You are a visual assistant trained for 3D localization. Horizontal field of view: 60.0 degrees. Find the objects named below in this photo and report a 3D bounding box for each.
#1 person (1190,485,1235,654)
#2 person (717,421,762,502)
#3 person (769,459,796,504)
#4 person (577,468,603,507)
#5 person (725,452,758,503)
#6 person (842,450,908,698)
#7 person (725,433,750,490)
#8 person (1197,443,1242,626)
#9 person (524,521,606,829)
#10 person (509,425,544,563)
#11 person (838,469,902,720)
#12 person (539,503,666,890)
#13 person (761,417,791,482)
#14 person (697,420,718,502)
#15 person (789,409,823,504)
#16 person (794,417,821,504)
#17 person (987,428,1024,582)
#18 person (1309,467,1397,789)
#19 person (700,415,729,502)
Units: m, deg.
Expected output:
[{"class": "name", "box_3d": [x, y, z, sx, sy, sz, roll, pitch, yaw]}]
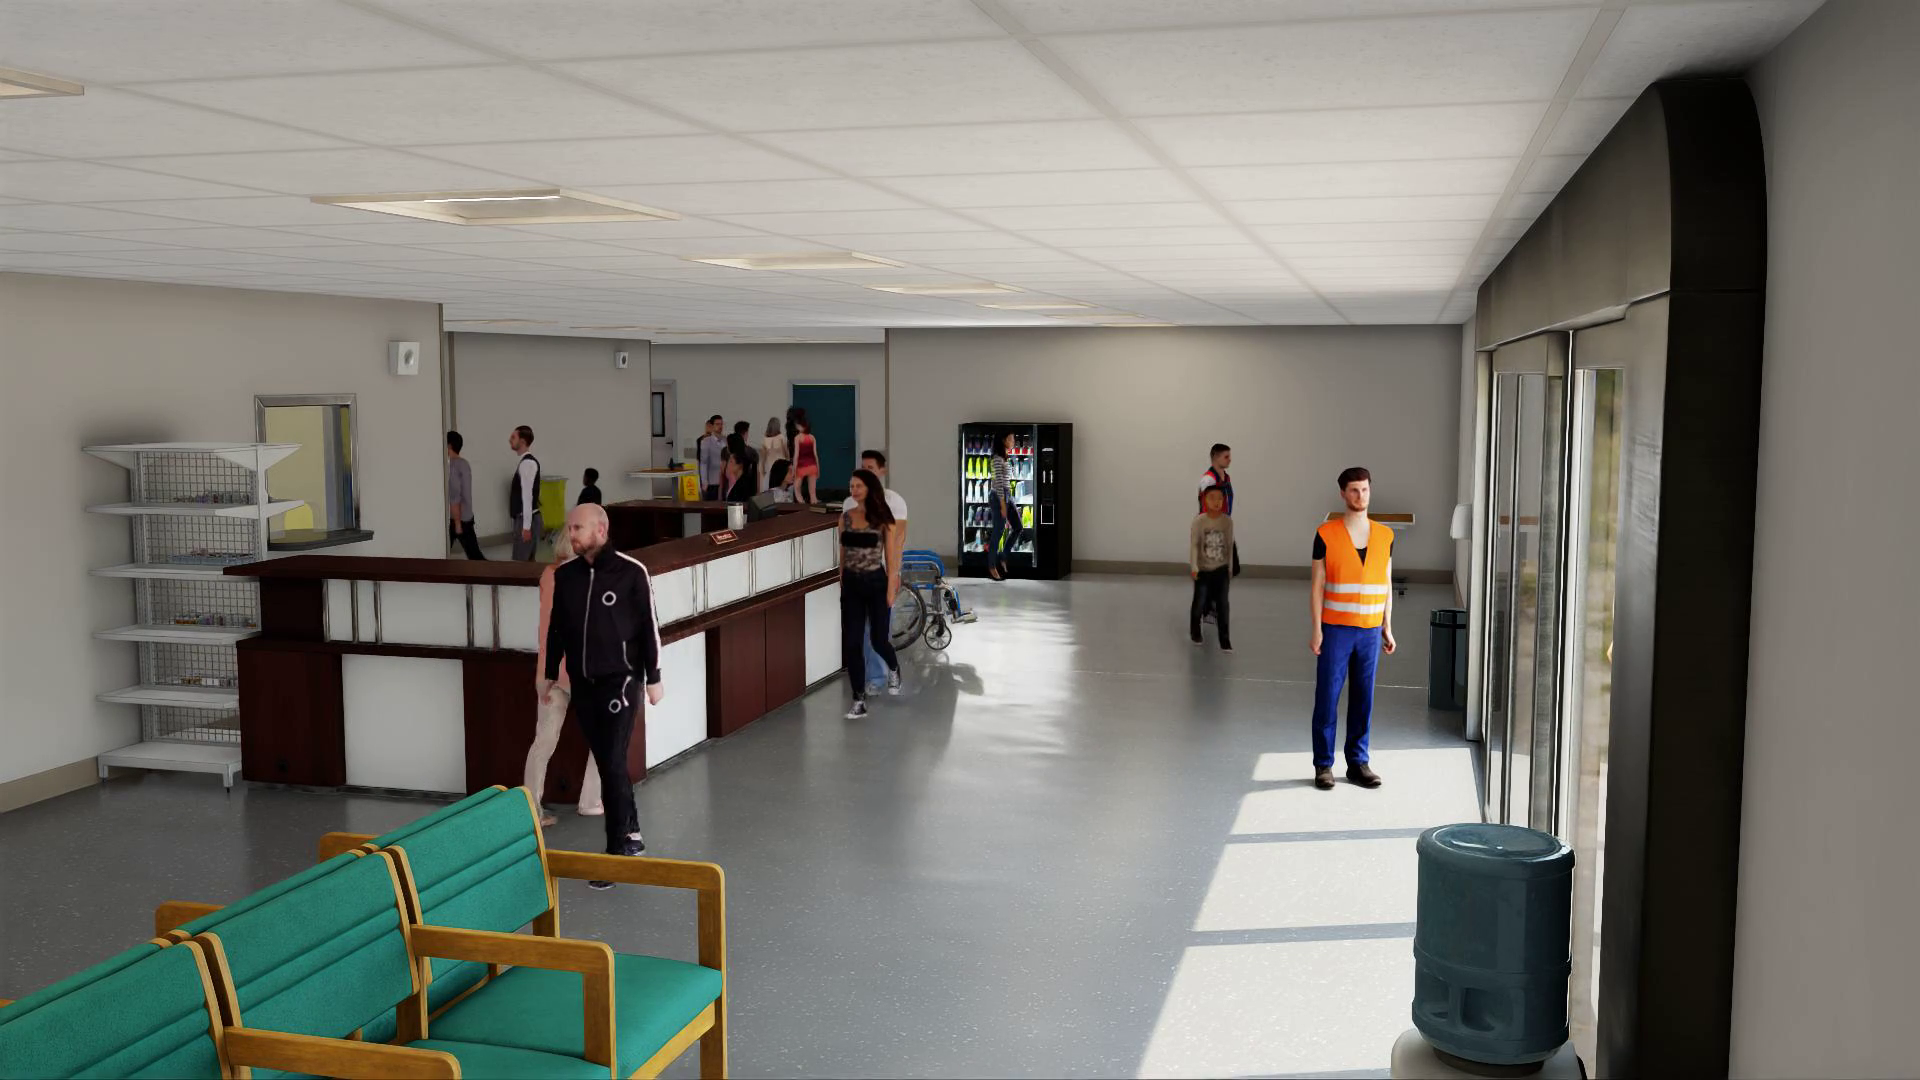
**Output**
[{"class": "person", "box_3d": [2.183, 0.251, 14.608, 1.015, 1.443, 0.874, -1, 6, -7]}, {"class": "person", "box_3d": [-2.745, -0.511, 20.296, 0.998, 1.821, 0.758, 2, 6, 18]}, {"class": "person", "box_3d": [-1.825, 0.056, 15.853, 1.139, 1.582, 0.918, -1, 6, -12]}, {"class": "person", "box_3d": [-4.502, -0.256, 20.537, 0.622, 1.265, 0.562, 2, 6, 22]}, {"class": "person", "box_3d": [-2.078, -0.036, 16.519, 1.119, 1.632, 0.926, -1, 6, -14]}, {"class": "person", "box_3d": [-0.621, 0.250, 12.584, 0.786, 1.851, 0.751, 2, 6, 18]}, {"class": "person", "box_3d": [-2.534, -0.393, 19.606, 0.687, 1.723, 0.645, 1, 6, 6]}, {"class": "person", "box_3d": [2.413, -0.059, 16.155, 0.792, 1.750, 0.765, 5, 8, 42]}, {"class": "person", "box_3d": [-2.112, 0.716, 8.764, 0.866, 1.687, 0.928, 4, 7, 32]}, {"class": "person", "box_3d": [-4.119, -0.153, 16.200, 0.950, 1.928, 0.855, -1, 6, -13]}, {"class": "person", "box_3d": [-0.623, 0.380, 11.811, 0.969, 1.747, 0.732, 2, 6, 21]}, {"class": "person", "box_3d": [-1.677, 0.729, 8.101, 0.920, 1.794, 0.772, 2, 6, 19]}, {"class": "person", "box_3d": [-2.989, -1.097, 26.797, 1.081, 1.685, 0.713, 2, 6, 20]}, {"class": "person", "box_3d": [-4.135, -1.136, 27.362, 0.915, 1.650, 0.908, -2, 6, -16]}, {"class": "person", "box_3d": [-2.972, -1.530, 30.764, 1.084, 1.753, 0.693, 2, 6, 19]}, {"class": "person", "box_3d": [-2.462, -1.102, 26.640, 0.808, 1.727, 0.868, -3, 7, -28]}, {"class": "person", "box_3d": [0.389, -0.393, 19.277, 0.617, 1.774, 0.628, 1, 6, 14]}, {"class": "person", "box_3d": [2.307, 0.505, 9.857, 0.698, 1.888, 0.828, -1, 6, -6]}, {"class": "person", "box_3d": [-3.419, -0.839, 23.411, 0.744, 1.850, 0.760, 6, 8, 44]}]
